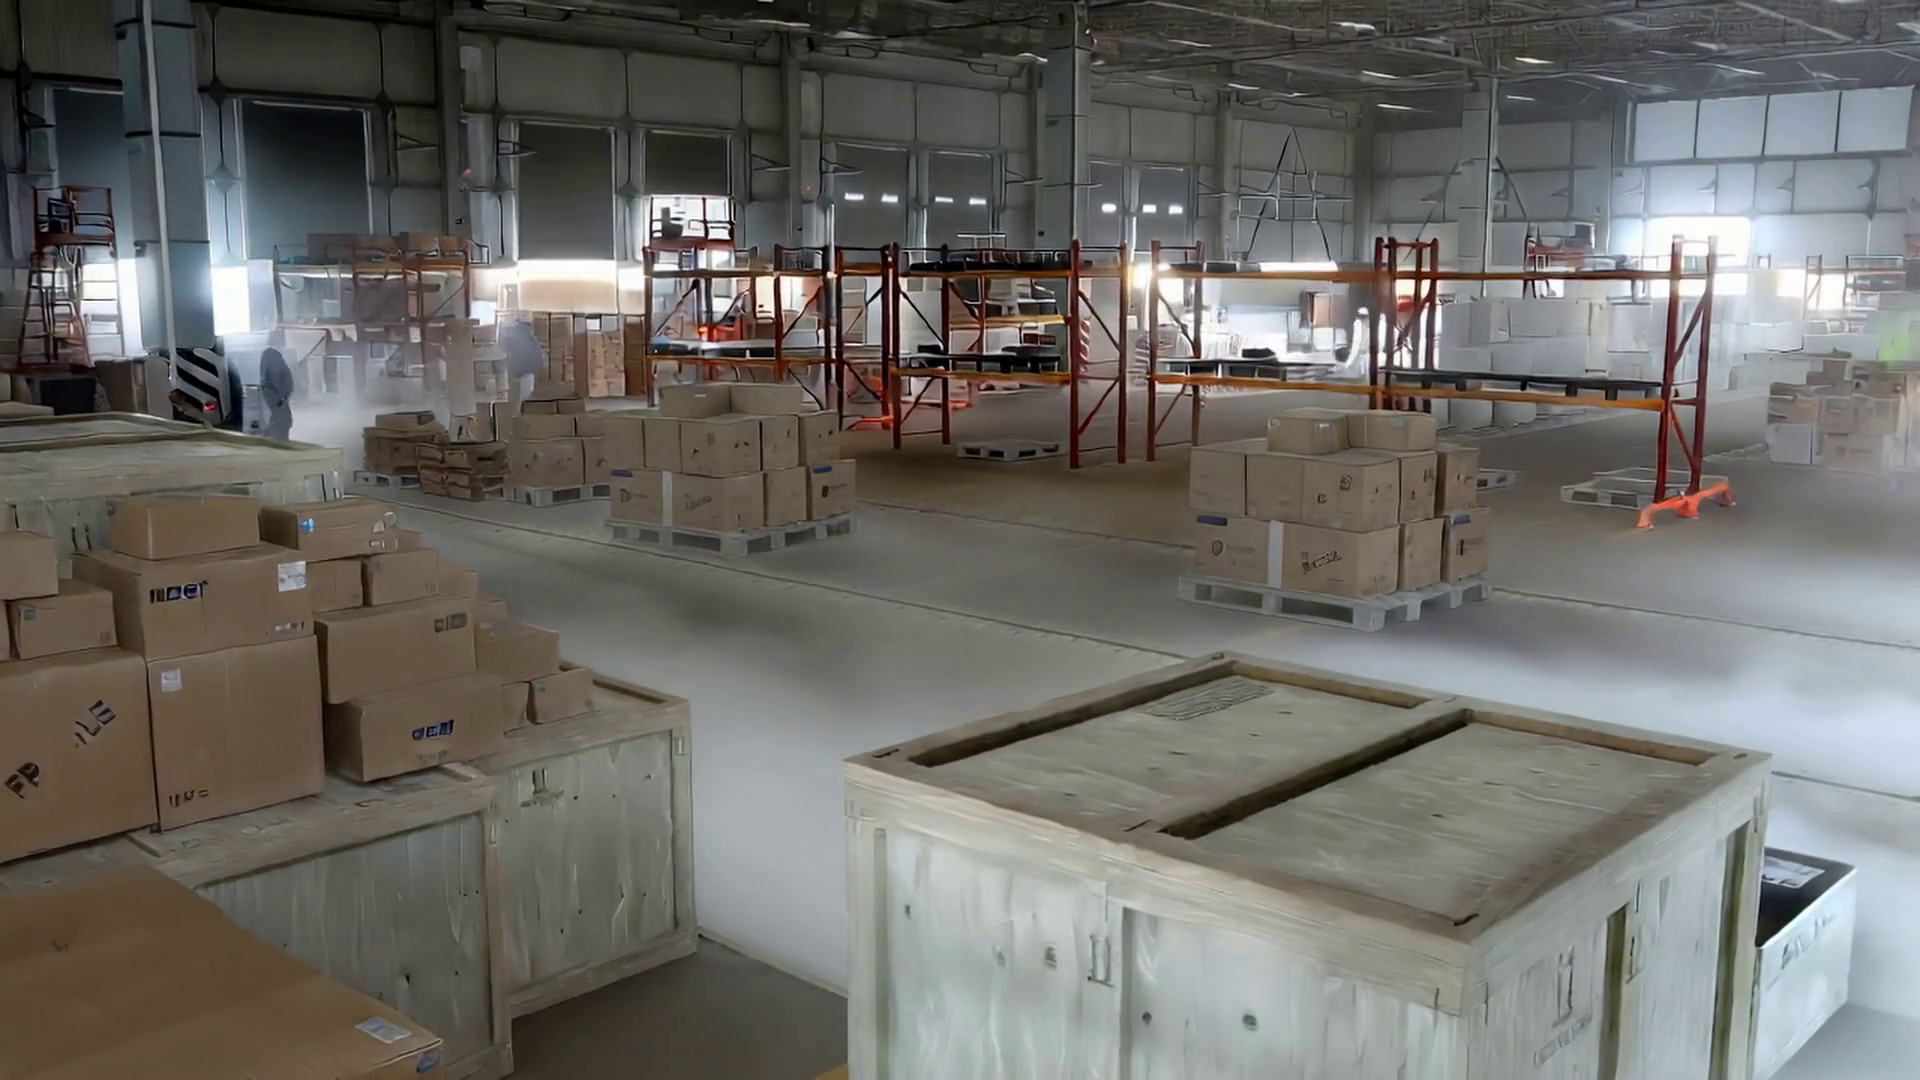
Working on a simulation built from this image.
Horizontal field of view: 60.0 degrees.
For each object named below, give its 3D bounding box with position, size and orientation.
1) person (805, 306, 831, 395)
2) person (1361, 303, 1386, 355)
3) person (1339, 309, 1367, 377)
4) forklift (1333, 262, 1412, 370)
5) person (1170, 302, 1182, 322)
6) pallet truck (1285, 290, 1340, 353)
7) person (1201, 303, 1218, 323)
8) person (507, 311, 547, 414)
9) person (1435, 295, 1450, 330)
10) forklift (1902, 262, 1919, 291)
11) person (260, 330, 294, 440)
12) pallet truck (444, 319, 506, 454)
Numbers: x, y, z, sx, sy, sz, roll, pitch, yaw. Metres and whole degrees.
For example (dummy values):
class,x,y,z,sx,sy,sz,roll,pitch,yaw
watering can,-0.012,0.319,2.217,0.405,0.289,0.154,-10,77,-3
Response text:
class,x,y,z,sx,sy,sz,roll,pitch,yaw
person,-3.004,-4.000,35.122,0.576,1.883,0.362,1,9,5
person,9.444,-4.458,37.788,0.626,1.927,0.545,8,12,41
person,9.780,-4.834,40.830,0.854,1.686,0.501,5,11,29
forklift,10.647,-5.760,42.863,1.129,2.768,1.873,-6,11,-33
person,5.500,-5.248,42.997,0.835,1.819,0.519,0,9,0
pallet truck,11.297,-6.951,52.861,1.885,1.965,0.823,-5,11,-29
person,7.472,-6.282,49.883,0.538,1.623,0.382,-1,9,-4
person,-6.985,-2.734,27.065,0.645,1.969,0.723,7,12,37
person,13.250,-5.722,45.505,0.629,1.940,0.376,8,12,39
forklift,22.655,-5.227,39.591,1.873,2.768,1.129,9,13,43
person,-9.364,-1.949,22.708,0.573,1.828,0.644,-4,10,-23
pallet truck,-6.981,-1.942,22.150,1.885,1.965,0.823,1,9,9
